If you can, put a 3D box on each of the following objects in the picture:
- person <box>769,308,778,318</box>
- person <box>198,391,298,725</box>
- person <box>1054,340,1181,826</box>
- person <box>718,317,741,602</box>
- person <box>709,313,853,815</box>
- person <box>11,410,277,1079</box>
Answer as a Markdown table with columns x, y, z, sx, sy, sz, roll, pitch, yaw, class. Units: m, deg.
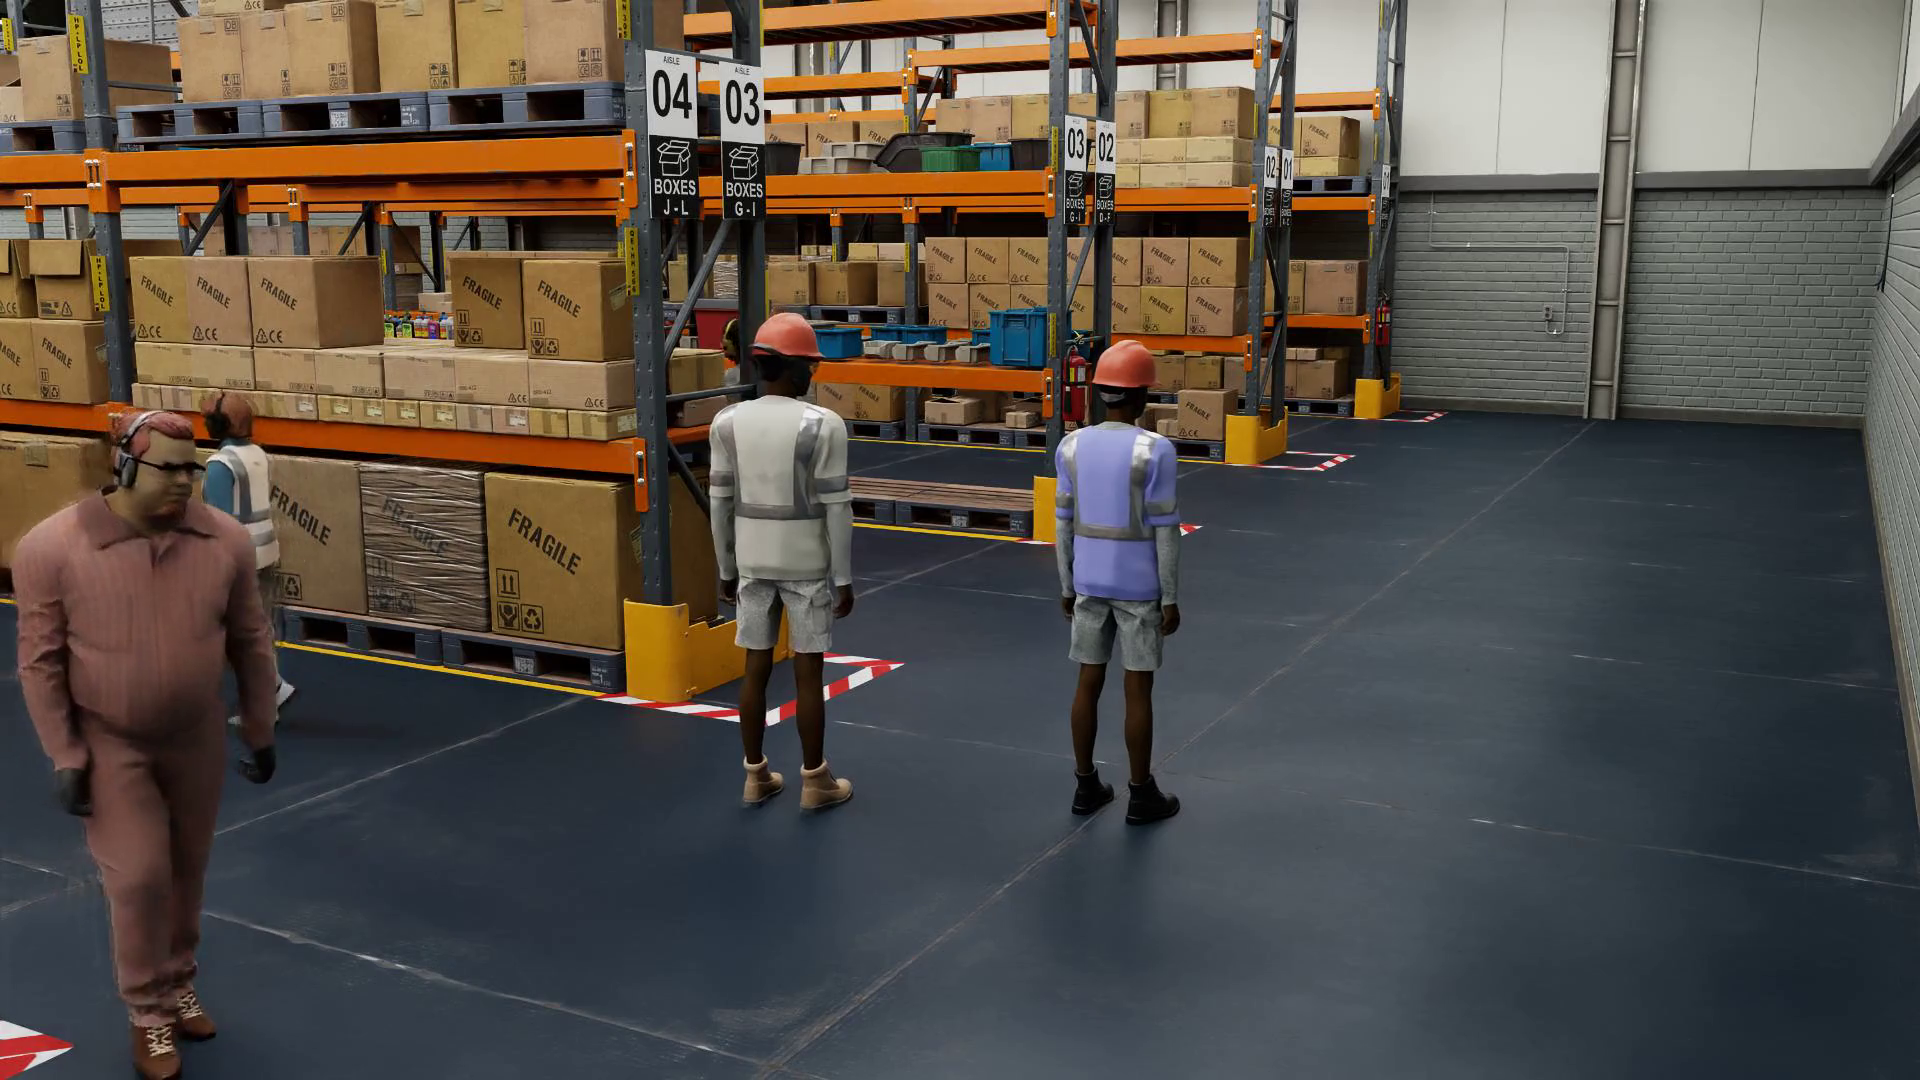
| x | y | z | sx | sy | sz | roll | pitch | yaw | class |
| --- | --- | --- | --- | --- | --- | --- | --- | --- | --- |
| -2.021 | -1.678 | 17.739 | 0.866 | 1.584 | 0.527 | 3 | 11 | 14 | person |
| -3.407 | 0.109 | 7.861 | 0.362 | 1.628 | 0.541 | 0 | 10 | 0 | person |
| 0.645 | 0.172 | 6.681 | 0.542 | 1.939 | 0.369 | 7 | 13 | 34 | person |
| -1.298 | -0.470 | 10.439 | 0.530 | 1.849 | 0.634 | -8 | 13 | -36 | person |
| -0.710 | 0.099 | 6.802 | 0.611 | 2.040 | 0.393 | 4 | 11 | 20 | person |
| -2.241 | 0.571 | 4.686 | 0.661 | 1.874 | 0.676 | 10 | 14 | 44 | person |
